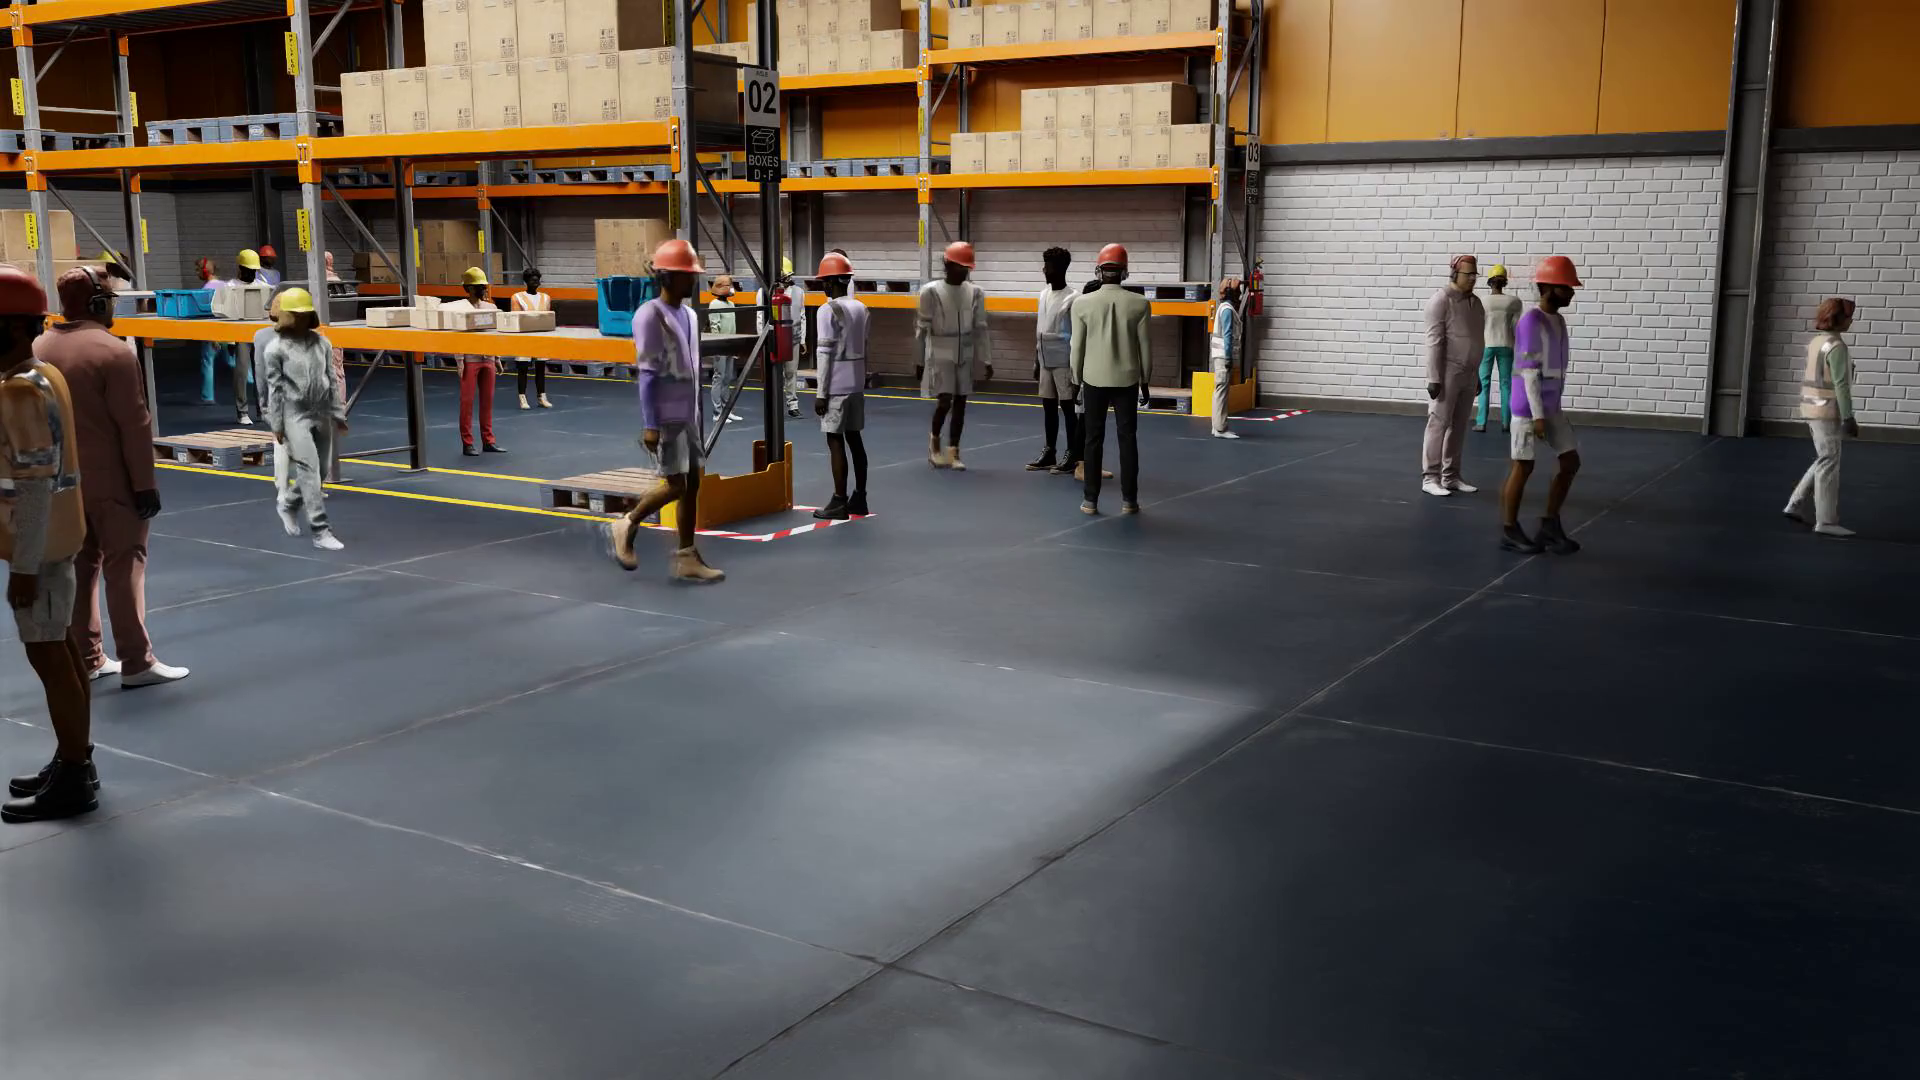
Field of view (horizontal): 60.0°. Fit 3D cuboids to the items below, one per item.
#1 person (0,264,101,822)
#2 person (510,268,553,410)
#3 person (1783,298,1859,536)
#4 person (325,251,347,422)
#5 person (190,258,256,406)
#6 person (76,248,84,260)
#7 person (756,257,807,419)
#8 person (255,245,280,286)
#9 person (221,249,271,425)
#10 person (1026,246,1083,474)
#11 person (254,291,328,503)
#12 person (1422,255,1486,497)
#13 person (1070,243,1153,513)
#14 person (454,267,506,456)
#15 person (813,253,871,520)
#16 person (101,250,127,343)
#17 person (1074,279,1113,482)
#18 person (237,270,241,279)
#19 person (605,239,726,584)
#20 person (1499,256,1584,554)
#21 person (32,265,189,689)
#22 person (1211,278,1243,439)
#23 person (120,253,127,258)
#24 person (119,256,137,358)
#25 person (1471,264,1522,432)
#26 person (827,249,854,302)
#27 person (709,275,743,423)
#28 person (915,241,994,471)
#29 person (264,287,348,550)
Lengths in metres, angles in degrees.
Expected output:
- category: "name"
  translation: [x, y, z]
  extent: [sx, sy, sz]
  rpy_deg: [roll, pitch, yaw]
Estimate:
- category: "person"
  translation: [-3.268, 0.012, 5.843]
  extent: [0.349, 1.940, 0.551]
  rpy_deg: [-4, 11, -22]
- category: "person"
  translation: [-5.119, -2.407, 19.931]
  extent: [0.531, 1.693, 0.320]
  rpy_deg: [-9, 14, -41]
- category: "person"
  translation: [5.964, -0.837, 11.403]
  extent: [0.376, 1.636, 0.535]
  rpy_deg: [2, 11, 13]
- category: "person"
  translation: [-6.951, -2.211, 18.255]
  extent: [0.409, 1.909, 0.642]
  rpy_deg: [-2, 11, -13]
- category: "person"
  translation: [-8.982, -2.524, 20.268]
  extent: [0.867, 1.810, 0.587]
  rpy_deg: [1, 10, 5]
- category: "person"
  translation: [-11.849, -2.995, 22.495]
  extent: [1.018, 1.955, 0.639]
  rpy_deg: [4, 11, 22]
- category: "person"
  translation: [-2.002, -2.271, 18.793]
  extent: [0.590, 1.833, 0.404]
  rpy_deg: [-5, 12, -27]
- category: "person"
  translation: [-10.634, -3.561, 25.639]
  extent: [0.349, 1.942, 0.543]
  rpy_deg: [3, 11, 18]
- category: "person"
  translation: [-7.802, -2.228, 18.314]
  extent: [0.375, 1.919, 0.584]
  rpy_deg: [7, 12, 34]
- category: "person"
  translation: [0.847, -1.557, 14.461]
  extent: [0.368, 1.967, 0.600]
  rpy_deg: [-7, 13, -35]
- category: "person"
  translation: [-5.151, -1.096, 12.833]
  extent: [0.507, 1.632, 0.275]
  rpy_deg: [-2, 11, -13]
- category: "person"
  translation: [3.958, -1.305, 13.238]
  extent: [0.650, 1.904, 0.401]
  rpy_deg: [-8, 13, -38]
- category: "person"
  translation: [1.118, -1.183, 12.312]
  extent: [0.612, 1.995, 0.382]
  rpy_deg: [1, 10, 3]
- category: "person"
  translation: [-4.544, -1.681, 15.709]
  extent: [0.315, 1.769, 0.525]
  rpy_deg: [7, 12, 34]
- category: "person"
  translation: [-0.884, -1.114, 12.120]
  extent: [0.382, 1.932, 0.541]
  rpy_deg: [6, 12, 31]
- category: "person"
  translation: [-10.601, -2.640, 20.635]
  extent: [0.592, 1.910, 0.642]
  rpy_deg: [5, 11, 26]
- category: "person"
  translation: [1.129, -1.334, 13.973]
  extent: [0.316, 1.695, 0.542]
  rpy_deg: [5, 11, 27]
- category: "person"
  translation: [-10.625, -3.268, 24.865]
  extent: [0.499, 1.633, 0.286]
  rpy_deg: [-4, 11, -23]
- category: "person"
  translation: [-1.732, -0.738, 9.758]
  extent: [0.627, 2.029, 0.634]
  rpy_deg: [4, 11, 20]
- category: "person"
  translation: [3.759, -0.840, 10.612]
  extent: [0.557, 1.914, 0.615]
  rpy_deg: [-9, 14, -41]
- category: "person"
  translation: [-3.876, -0.279, 7.544]
  extent: [0.636, 1.911, 0.405]
  rpy_deg: [4, 11, 22]
- category: "person"
  translation: [2.729, -1.860, 17.042]
  extent: [0.315, 1.641, 0.515]
  rpy_deg: [1, 10, 6]
- category: "person"
  translation: [-12.121, -3.221, 24.095]
  extent: [0.538, 1.825, 0.979]
  rpy_deg: [-2, 10, -9]
- category: "person"
  translation: [-10.659, -2.683, 21.123]
  extent: [0.601, 1.819, 0.660]
  rpy_deg: [0, 10, 2]
- category: "person"
  translation: [5.630, -2.010, 17.529]
  extent: [0.523, 1.769, 0.324]
  rpy_deg: [1, 10, 4]
- category: "person"
  translation: [-1.380, -2.409, 19.325]
  extent: [0.386, 1.916, 0.596]
  rpy_deg: [1, 10, 6]
- category: "person"
  translation: [-2.616, -2.123, 18.513]
  extent: [0.279, 1.636, 0.500]
  rpy_deg: [3, 11, 16]
- category: "person"
  translation: [-0.058, -1.587, 14.517]
  extent: [0.644, 2.006, 0.463]
  rpy_deg: [-5, 11, -25]
- category: "person"
  translation: [-4.371, -0.814, 11.021]
  extent: [0.777, 1.718, 0.487]
  rpy_deg: [6, 12, 30]
